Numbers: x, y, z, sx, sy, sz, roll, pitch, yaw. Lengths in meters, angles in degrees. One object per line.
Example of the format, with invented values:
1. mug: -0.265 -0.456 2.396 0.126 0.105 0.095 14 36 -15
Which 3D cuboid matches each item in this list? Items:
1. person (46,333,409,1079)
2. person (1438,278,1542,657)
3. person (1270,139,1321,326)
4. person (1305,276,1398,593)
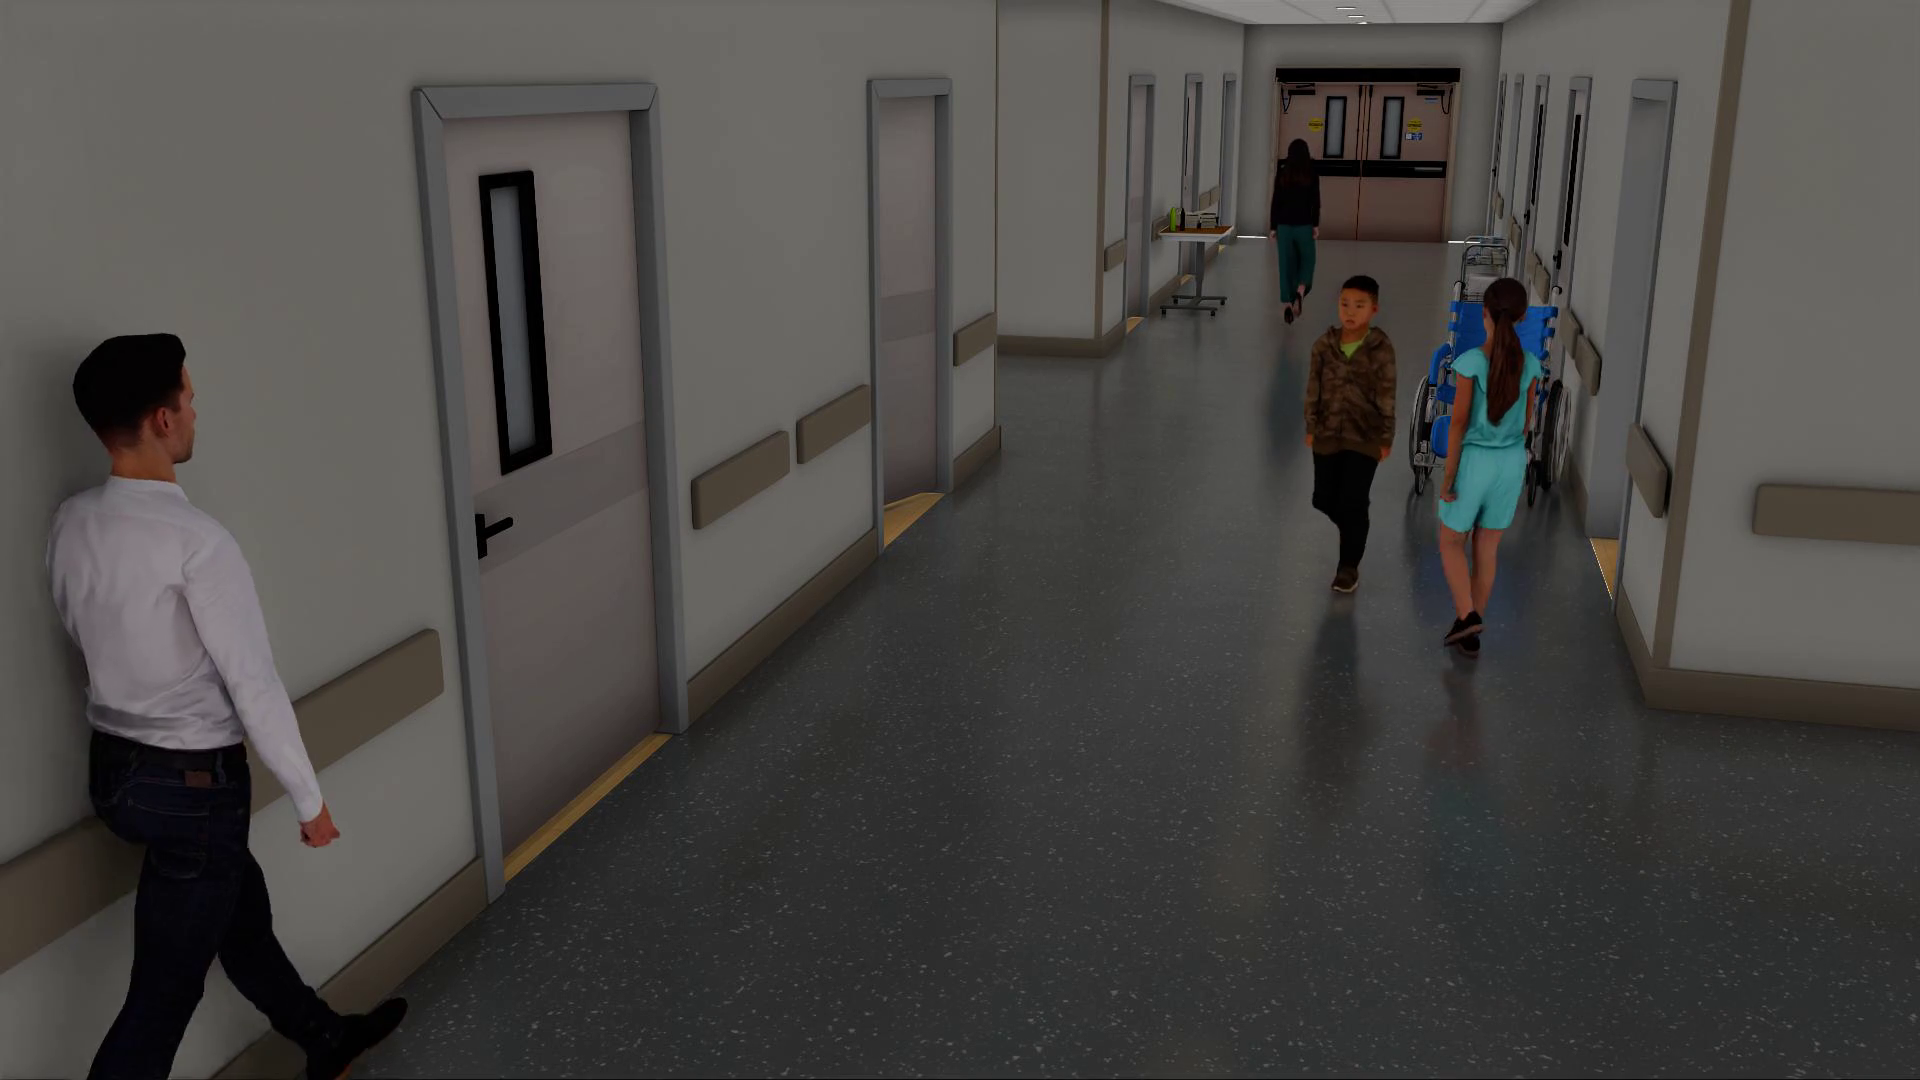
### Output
1. person: -1.631 0.555 3.310 0.801 1.819 1.282 7 17 25
2. person: 2.152 -0.262 6.713 0.666 1.544 0.760 -2 16 -8
3. person: 3.151 -2.878 15.652 0.604 1.728 0.760 4 16 15
4. person: 1.829 -0.504 7.769 0.729 1.438 0.939 8 18 27
